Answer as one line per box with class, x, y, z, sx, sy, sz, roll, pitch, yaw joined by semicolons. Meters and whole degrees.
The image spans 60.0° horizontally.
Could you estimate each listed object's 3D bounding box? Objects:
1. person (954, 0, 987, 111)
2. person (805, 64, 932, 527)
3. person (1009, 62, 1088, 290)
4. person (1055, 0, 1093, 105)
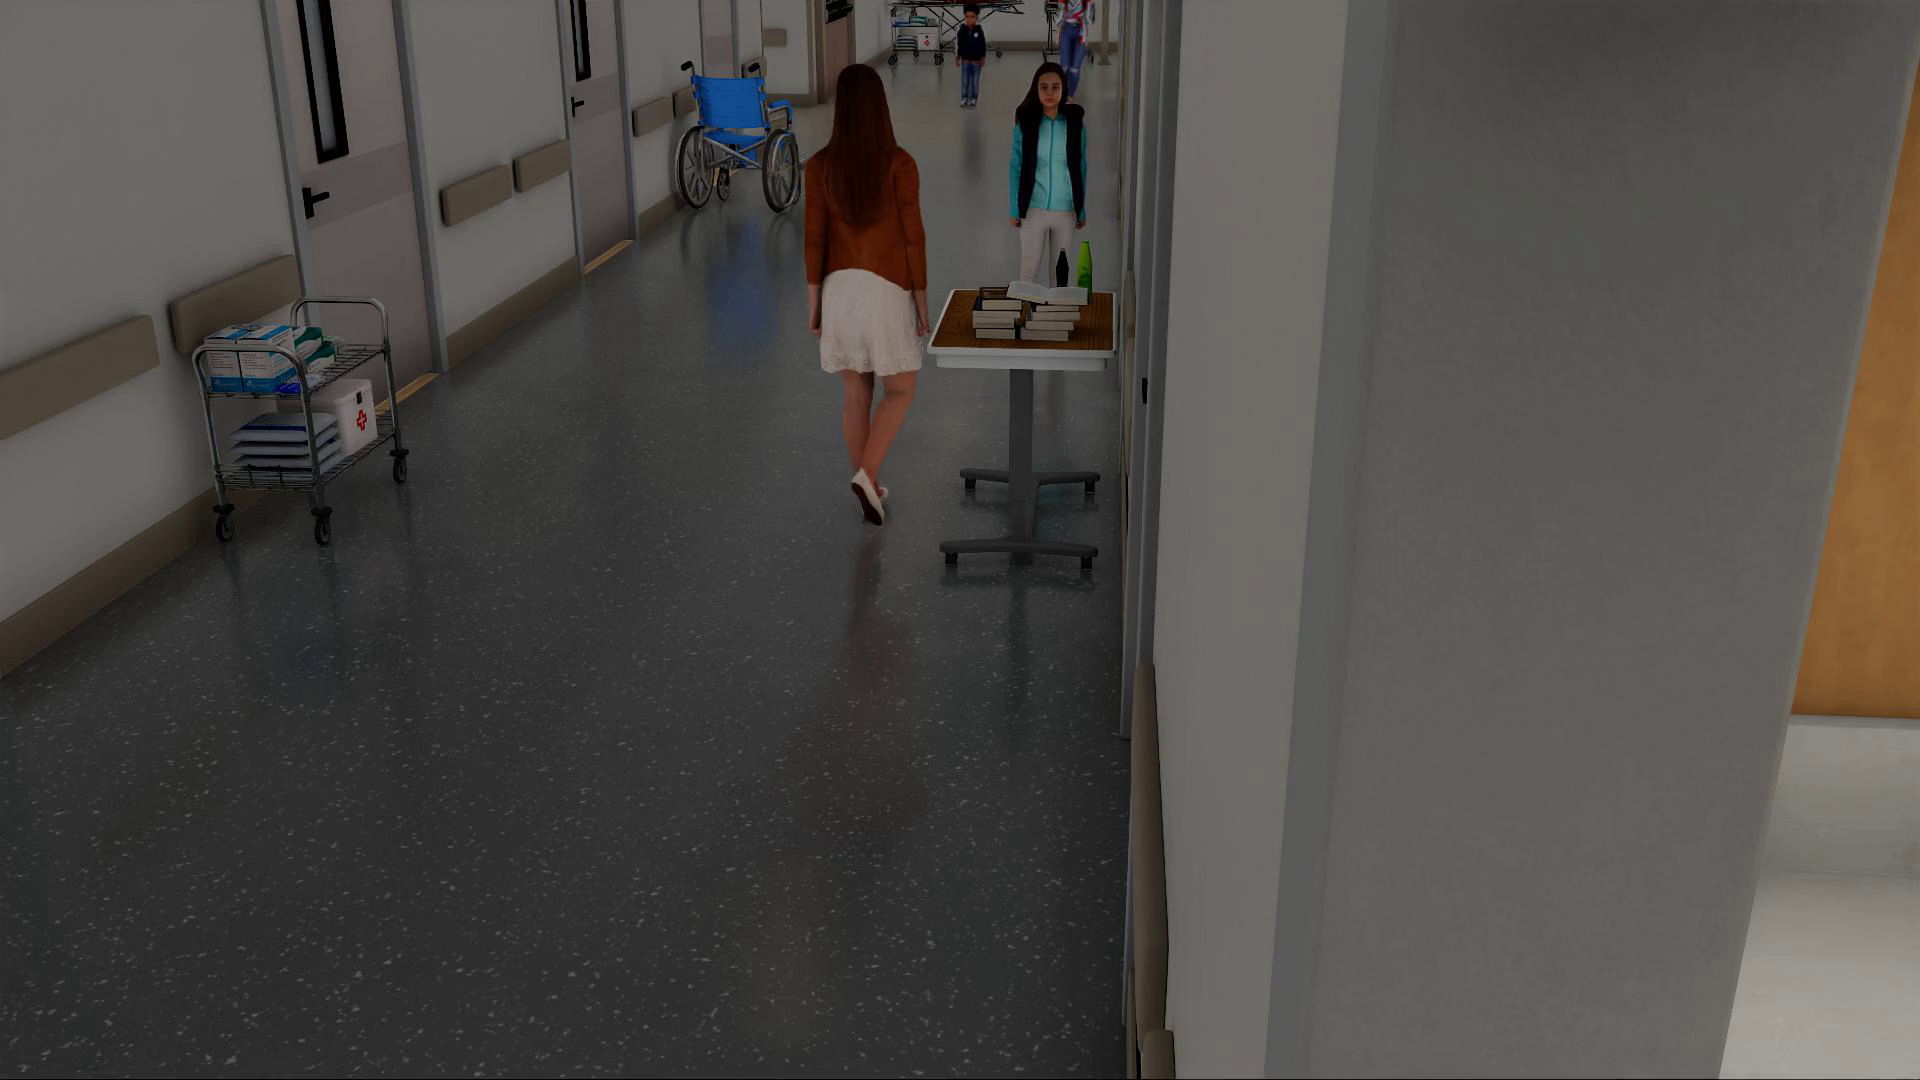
person;0.144;-5.695;19.617;0.558;1.206;0.723;3;21;8
person;-0.352;-0.851;6.114;0.705;1.711;0.911;5;21;14
person;0.472;-1.783;8.877;0.623;1.499;0.632;-2;21;-6
person;1.380;-6.085;20.091;0.597;1.600;0.659;2;21;5
